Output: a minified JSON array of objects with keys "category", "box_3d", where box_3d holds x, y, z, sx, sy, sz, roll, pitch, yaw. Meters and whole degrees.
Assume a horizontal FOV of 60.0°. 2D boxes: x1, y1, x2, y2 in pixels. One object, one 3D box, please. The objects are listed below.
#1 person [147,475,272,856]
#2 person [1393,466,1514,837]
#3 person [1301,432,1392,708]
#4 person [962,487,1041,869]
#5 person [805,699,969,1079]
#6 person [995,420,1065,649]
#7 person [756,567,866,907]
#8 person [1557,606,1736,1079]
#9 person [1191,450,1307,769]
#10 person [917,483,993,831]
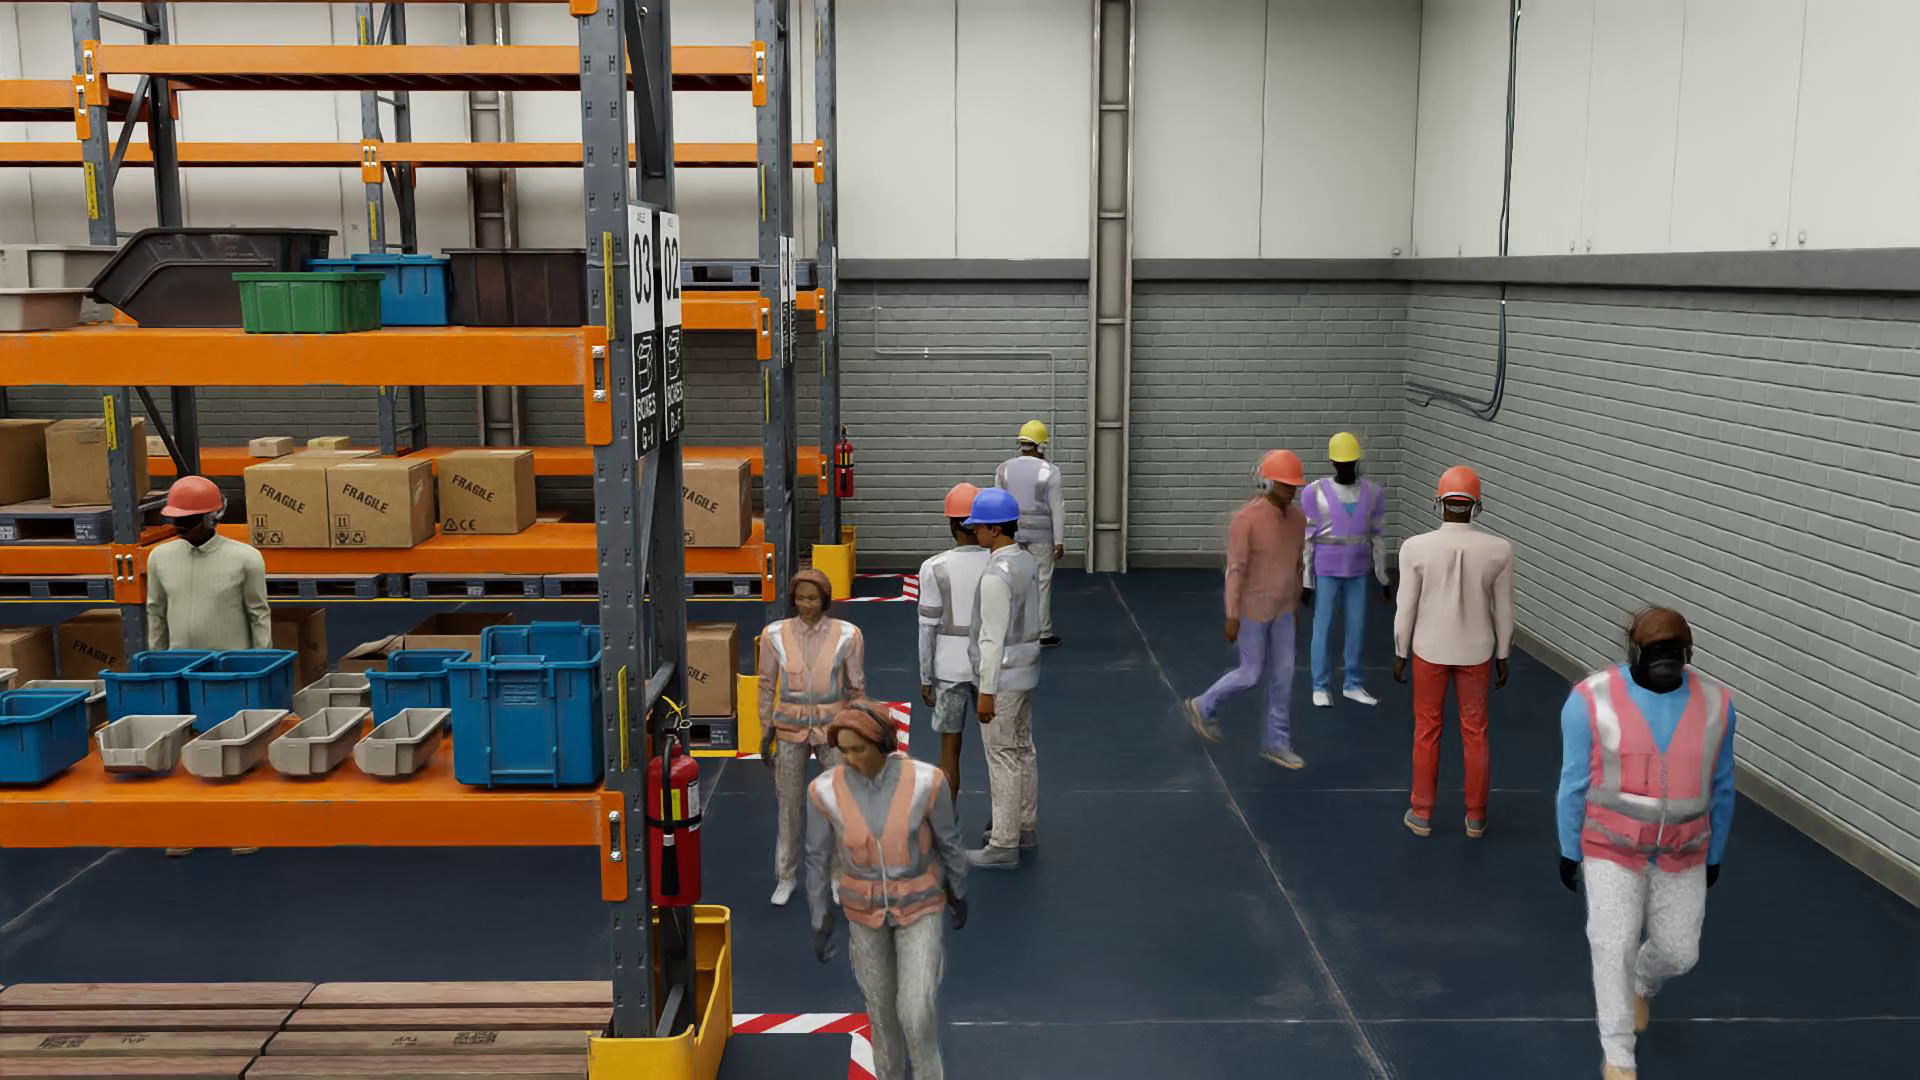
[{"category":"person","box_3d":[-3.869,0.651,8.582,0.612,1.991,0.392,0,9,-1]},{"category":"person","box_3d":[2.632,0.597,8.906,0.623,1.992,0.396,1,9,7]},{"category":"person","box_3d":[2.684,0.211,11.570,0.660,1.916,0.360,-2,9,-9]},{"category":"person","box_3d":[0.214,0.694,8.484,0.412,1.938,0.610,3,10,18]},{"category":"person","box_3d":[-0.249,1.302,5.776,0.536,1.595,0.542,1,9,8]},{"category":"person","box_3d":[0.574,-0.044,13.339,0.600,1.827,0.404,5,11,28]},{"category":"person","box_3d":[-0.706,0.935,7.926,0.522,1.638,0.310,0,9,-1]},{"category":"person","box_3d":[2.529,1.124,6.196,0.635,1.828,0.613,1,9,7]},{"category":"person","box_3d":[1.802,0.400,10.221,0.635,1.960,0.737,-7,11,-36]},{"category":"person","box_3d":[0.044,0.664,8.710,0.547,1.929,0.387,-1,9,-9]}]
